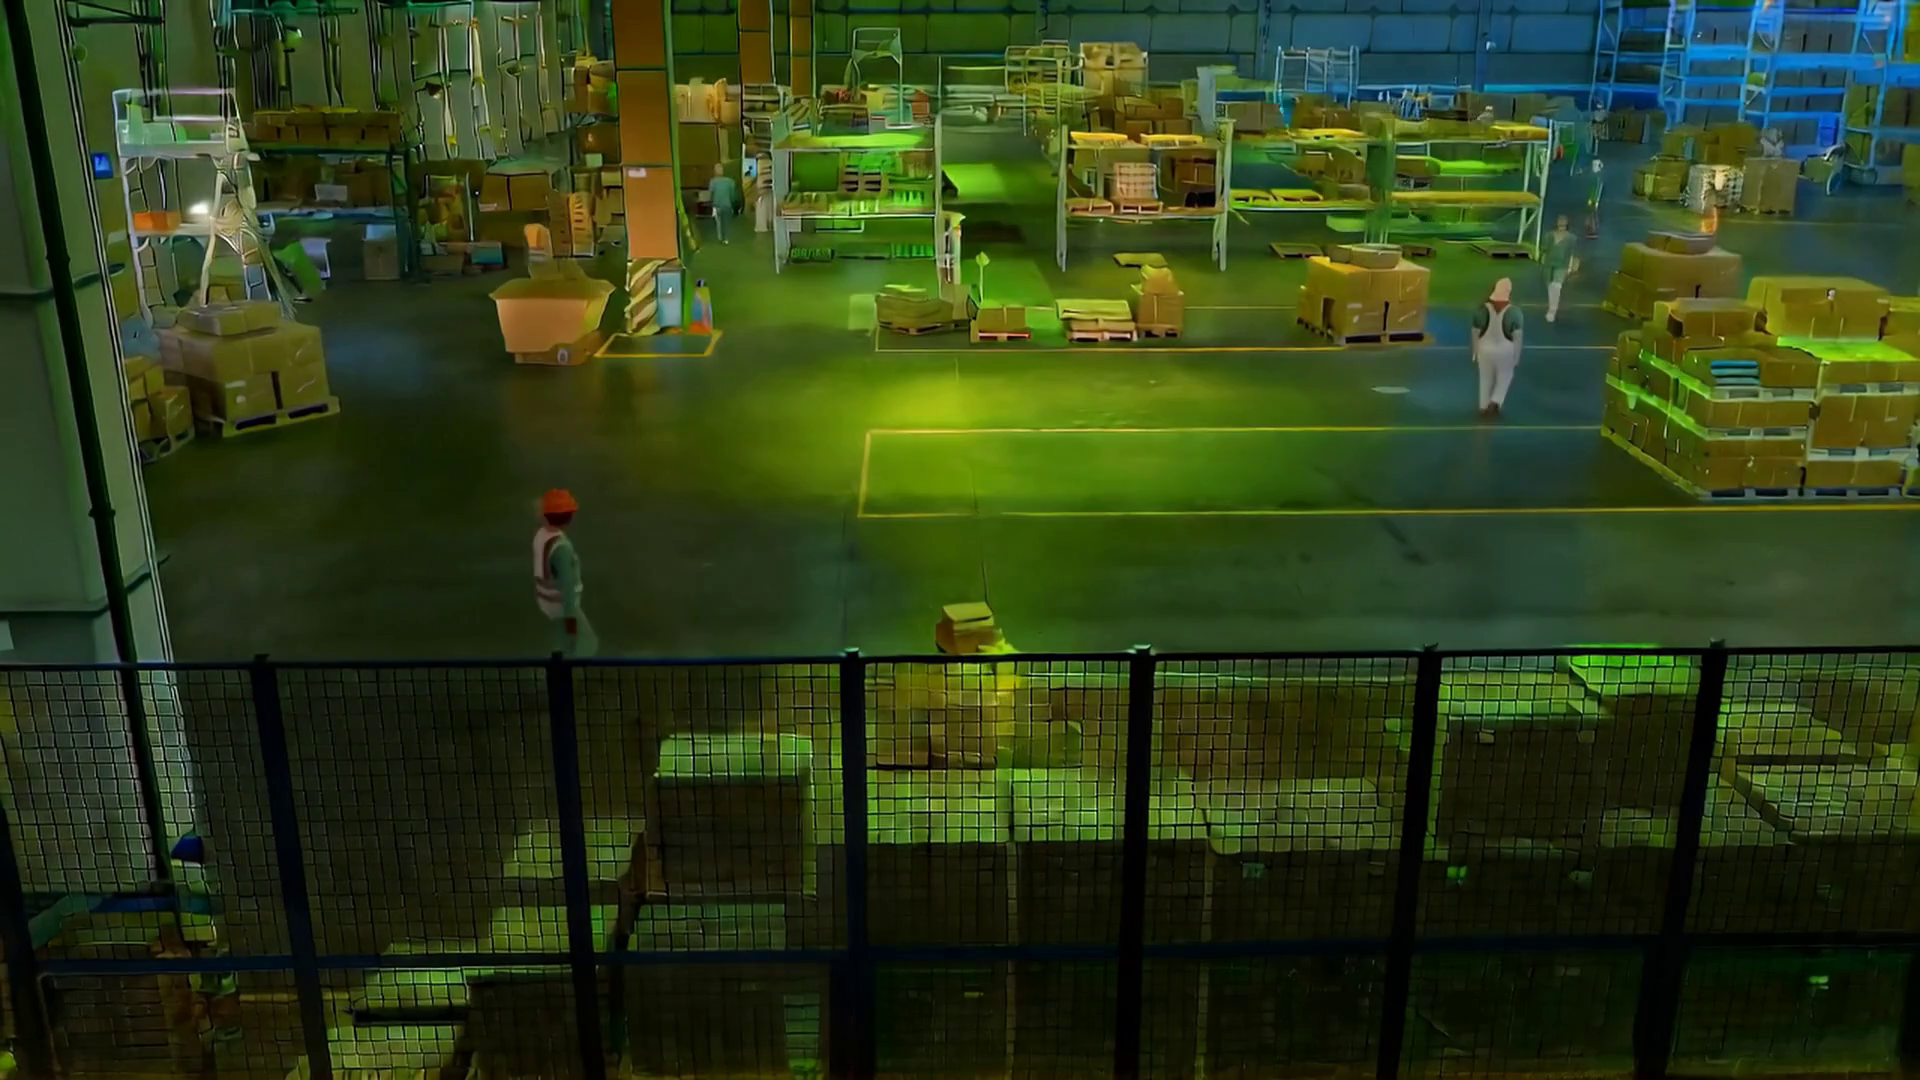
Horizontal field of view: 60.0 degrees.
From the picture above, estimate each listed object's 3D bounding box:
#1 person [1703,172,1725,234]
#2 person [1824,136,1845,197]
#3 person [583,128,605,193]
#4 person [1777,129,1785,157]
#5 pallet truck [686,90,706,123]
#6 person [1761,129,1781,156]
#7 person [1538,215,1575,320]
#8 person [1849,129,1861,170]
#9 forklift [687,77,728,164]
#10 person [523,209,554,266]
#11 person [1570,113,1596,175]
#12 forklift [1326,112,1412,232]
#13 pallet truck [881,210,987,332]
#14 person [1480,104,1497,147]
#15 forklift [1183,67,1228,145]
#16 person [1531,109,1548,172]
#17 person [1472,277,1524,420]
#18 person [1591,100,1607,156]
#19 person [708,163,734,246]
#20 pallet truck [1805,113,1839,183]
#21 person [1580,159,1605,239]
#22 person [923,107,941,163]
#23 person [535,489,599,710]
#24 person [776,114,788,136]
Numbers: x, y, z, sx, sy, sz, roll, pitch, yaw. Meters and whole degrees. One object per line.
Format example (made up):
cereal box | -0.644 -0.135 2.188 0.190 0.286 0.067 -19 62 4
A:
person | 16.207 -6.925 35.823 0.368 1.966 0.602 4 19 11
person | 24.852 -10.611 47.172 0.320 1.697 0.531 -5 19 -14
person | -10.397 -10.753 47.268 0.597 1.915 0.556 4 19 13
person | 24.450 -11.470 49.808 0.309 1.641 0.513 -5 19 -14
pallet truck | -9.671 -15.907 62.421 0.823 1.965 1.885 5 19 15
person | 22.938 -10.680 47.124 0.616 1.862 1.023 -4 19 -13
person | 10.757 -4.930 30.045 0.544 1.868 1.023 12 22 31
person | 29.156 -12.929 53.832 0.622 1.842 0.429 -3 19 -9
forklift | -8.726 -13.868 55.012 1.873 2.768 1.129 -1 19 -1
person | -7.872 -5.261 31.099 0.640 1.827 0.621 12 22 32
person | 19.659 -12.471 52.409 0.639 1.902 0.667 -1 19 -2
forklift | 10.034 -8.969 40.479 1.873 2.768 1.129 -1 19 -2
pallet truck | -0.493 -4.759 29.349 1.885 1.965 0.823 -13 23 -34
person | 17.738 -13.630 55.796 0.658 1.910 0.752 -6 19 -16
forklift | 8.914 -15.889 61.007 1.873 2.768 1.129 -1 19 -2
person | 18.462 -12.653 52.814 0.642 1.962 0.811 -6 19 -16
person | 7.408 -2.641 23.000 0.683 2.000 0.661 10 21 27
person | 22.253 -14.386 58.044 0.566 1.912 0.579 4 19 12
person | -5.505 -7.739 38.413 0.578 1.878 1.001 -3 19 -9
pallet truck | 26.403 -11.957 50.702 0.823 1.965 1.885 6 19 16
person | 15.018 -8.071 39.364 0.328 1.876 0.514 0 19 0
person | -0.923 -13.211 54.516 0.630 1.940 0.372 -10 21 -28
person | -3.249 0.509 13.813 0.520 1.933 0.636 -10 21 -28
person | -6.715 -15.745 62.490 0.598 1.646 0.881 11 22 30
